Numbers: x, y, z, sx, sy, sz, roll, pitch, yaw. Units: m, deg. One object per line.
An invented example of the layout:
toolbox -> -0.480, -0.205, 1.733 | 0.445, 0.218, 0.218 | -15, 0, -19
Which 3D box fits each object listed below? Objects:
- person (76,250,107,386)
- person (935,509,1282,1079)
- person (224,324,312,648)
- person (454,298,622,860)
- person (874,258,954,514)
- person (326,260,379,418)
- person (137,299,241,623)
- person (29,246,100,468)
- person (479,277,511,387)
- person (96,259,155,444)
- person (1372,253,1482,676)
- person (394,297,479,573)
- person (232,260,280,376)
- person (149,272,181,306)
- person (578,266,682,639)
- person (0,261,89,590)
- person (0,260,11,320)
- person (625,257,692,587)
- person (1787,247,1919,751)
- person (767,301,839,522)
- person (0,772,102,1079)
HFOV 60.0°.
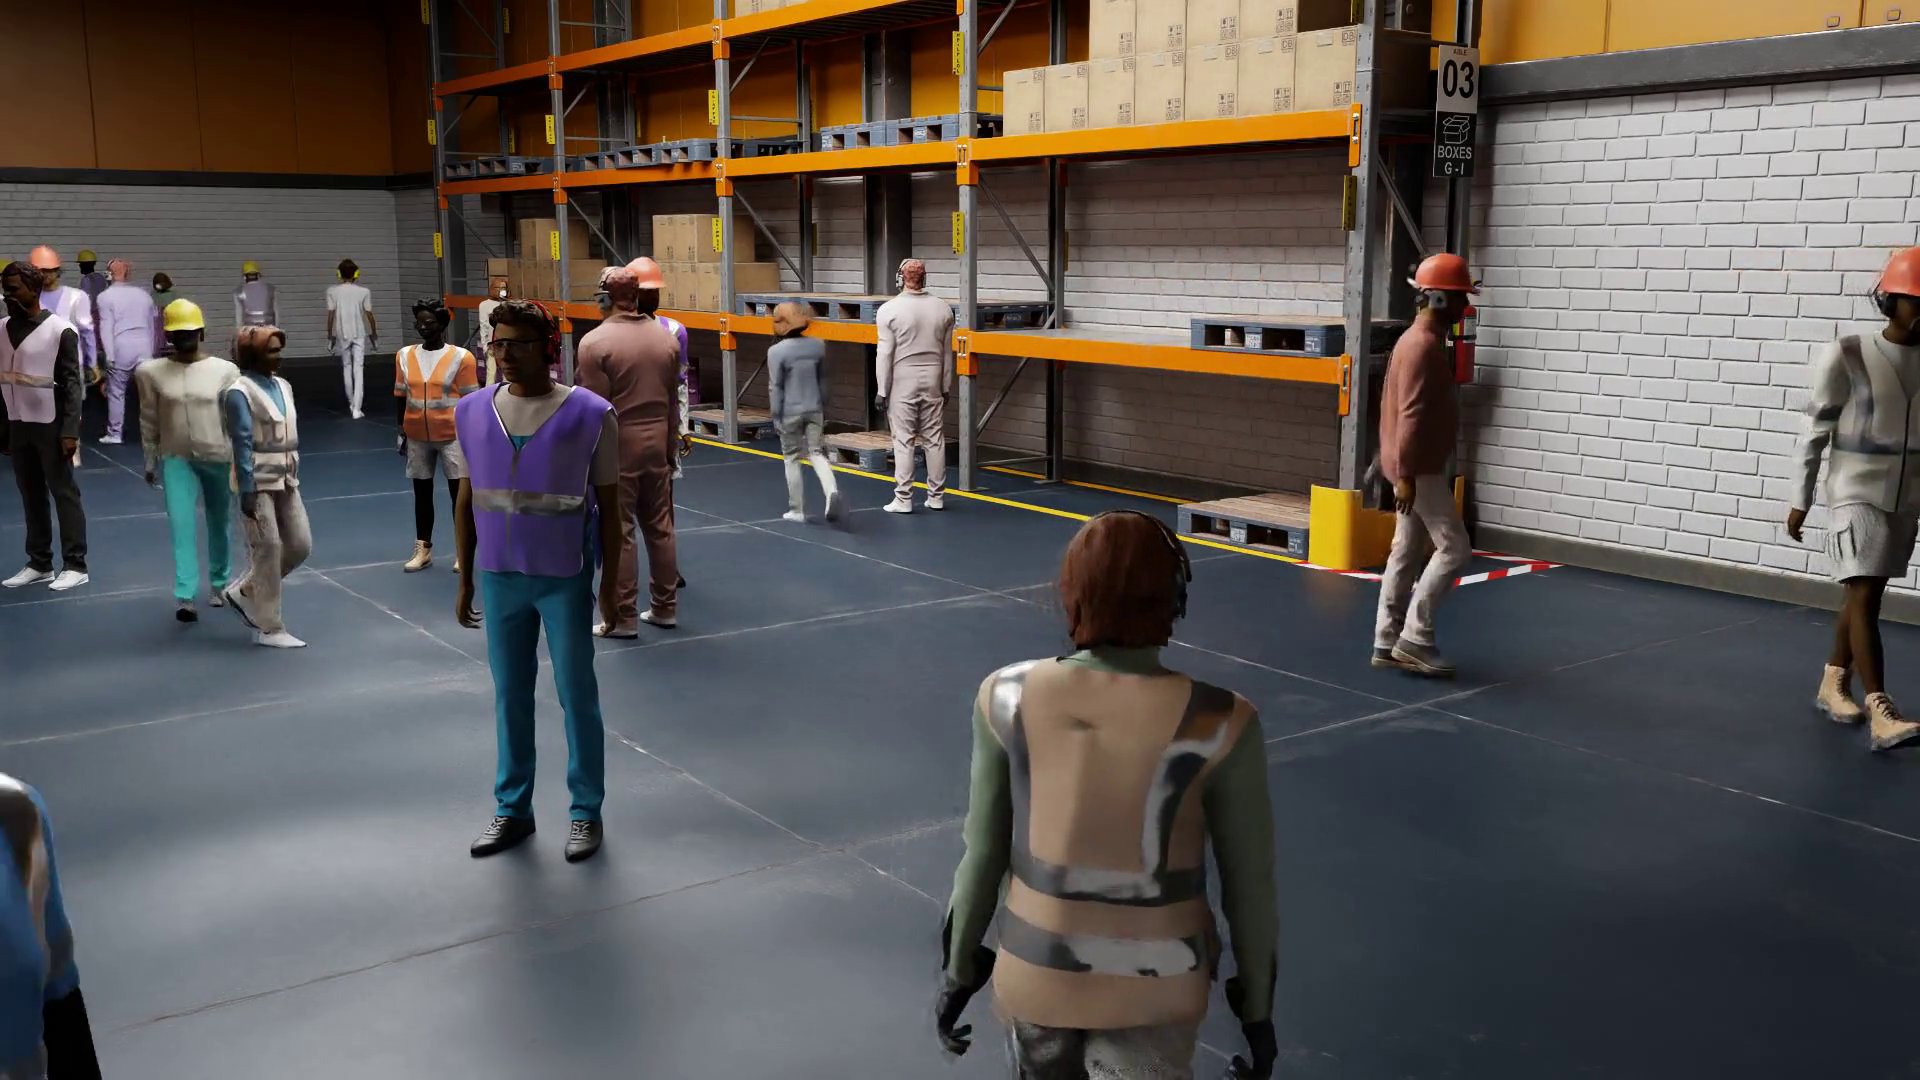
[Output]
person -> -12.338, -3.156, 23.686 | 0.364, 1.928, 0.586 | -1, 10, -7
person -> 0.275, 0.742, 2.816 | 0.558, 1.583, 0.904 | 5, 11, 27
person -> -3.513, -0.262, 8.333 | 0.433, 1.628, 0.520 | 2, 10, 11
person -> -1.391, 0.130, 5.505 | 0.570, 1.845, 0.381 | 2, 10, 9
person -> -0.362, -1.147, 12.487 | 0.642, 1.909, 0.399 | -6, 12, -30
person -> -7.116, -2.363, 19.539 | 0.535, 1.824, 0.926 | -1, 10, -8
person -> -4.117, -0.430, 8.975 | 0.548, 1.712, 0.899 | -4, 11, -20
person -> -7.961, -1.582, 14.675 | 0.616, 2.003, 1.019 | -6, 12, -29
person -> -5.415, -2.274, 19.601 | 0.500, 1.629, 0.272 | -9, 14, -41
person -> -8.288, -1.867, 16.655 | 0.943, 1.873, 0.658 | 5, 11, 27
person -> 2.211, -0.337, 7.750 | 0.568, 1.971, 0.656 | 3, 11, 17
person -> -3.217, -0.639, 10.231 | 0.533, 1.697, 0.319 | 1, 10, 4
person -> -9.369, -2.830, 22.214 | 0.580, 1.805, 0.790 | -5, 11, -28
person -> -11.400, -3.053, 23.994 | 0.515, 1.610, 0.625 | 2, 10, 10
person -> -1.724, -0.447, 8.577 | 0.403, 1.904, 0.651 | 7, 13, 36
person -> -5.401, -0.668, 9.771 | 0.593, 1.920, 0.391 | 3, 11, 17
person -> -11.855, -2.583, 20.771 | 0.539, 1.813, 0.612 | 9, 14, 43
person -> -1.828, -0.666, 9.707 | 0.552, 1.937, 0.359 | -5, 11, -24
person -> 3.770, -0.156, 6.679 | 0.634, 1.993, 1.009 | 0, 10, -1
person -> -1.109, -0.899, 11.901 | 0.522, 1.611, 0.610 | -7, 12, -33
person -> -1.148, 0.842, 1.950 | 0.565, 1.677, 0.552 | 2, 10, 9
